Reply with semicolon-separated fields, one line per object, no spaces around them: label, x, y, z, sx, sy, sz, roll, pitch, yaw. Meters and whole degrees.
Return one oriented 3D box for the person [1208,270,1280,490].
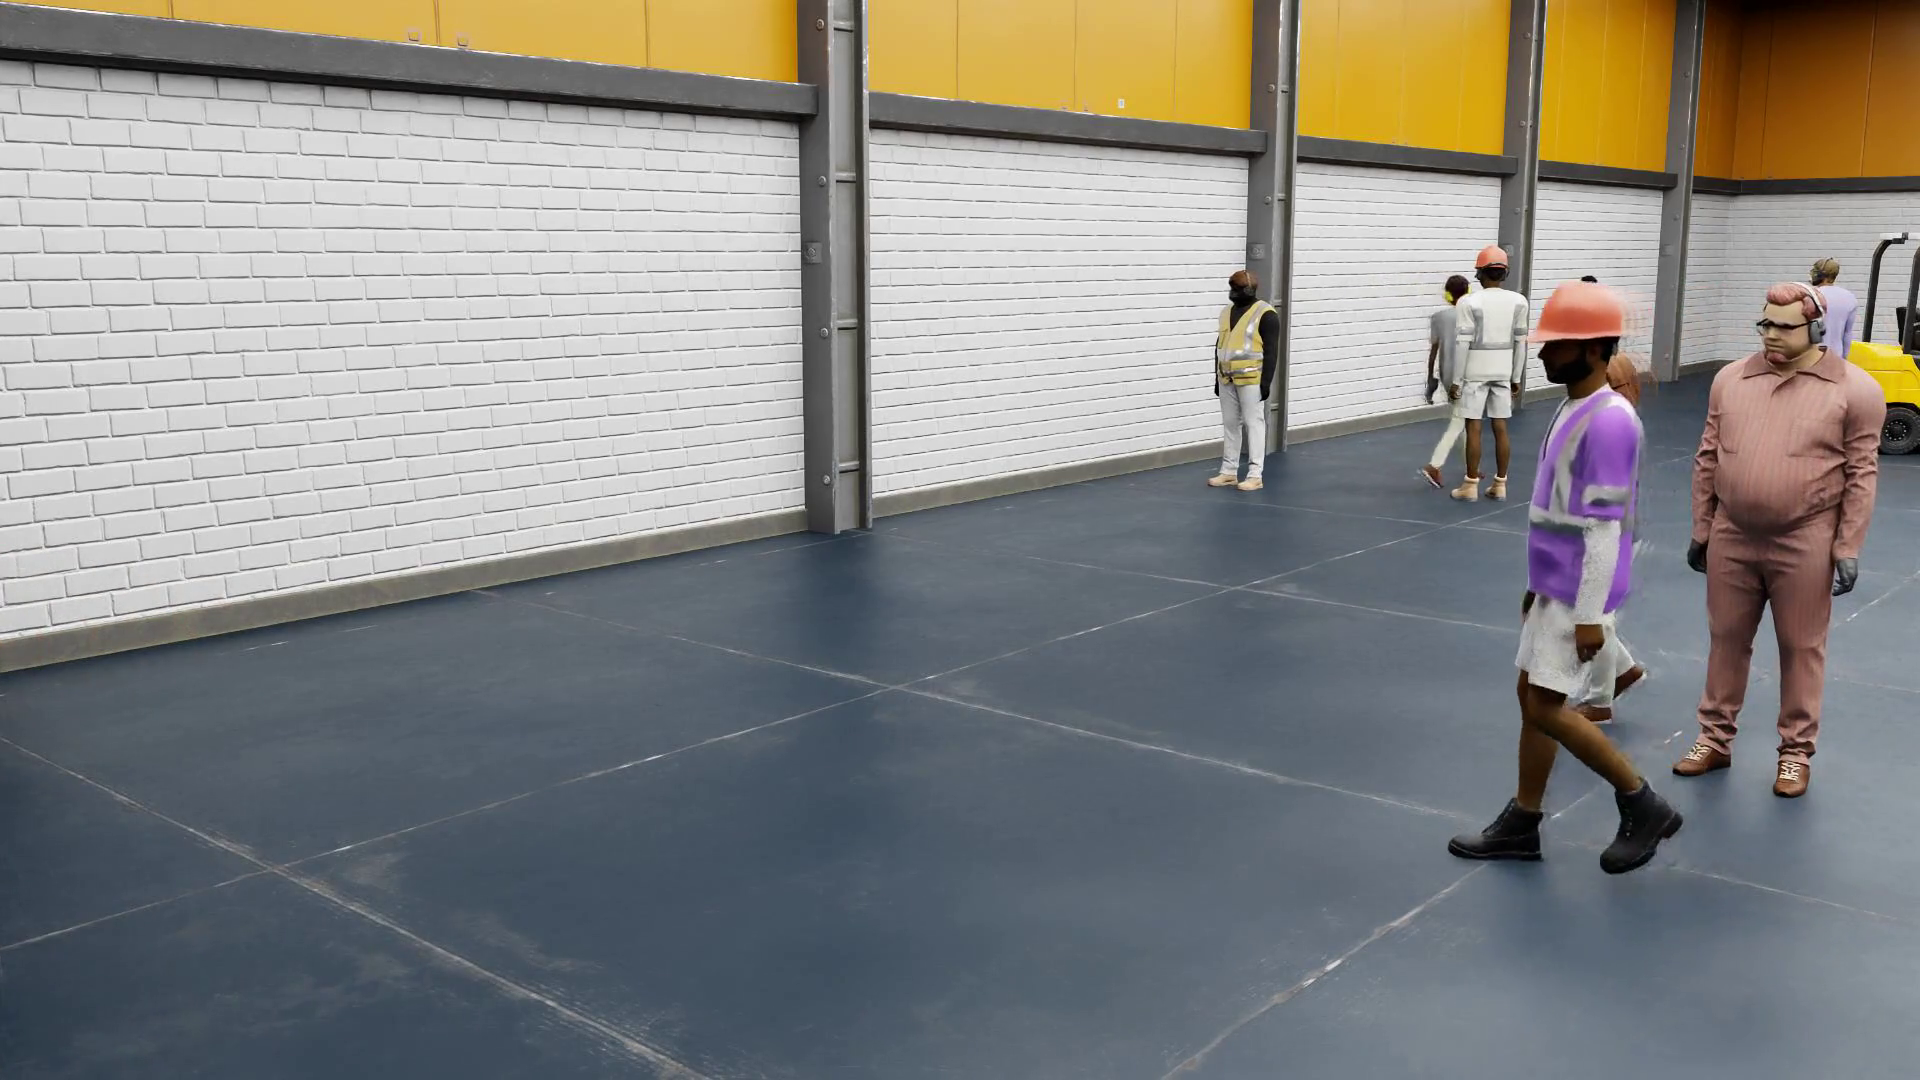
person;2.372;-1.342;14.018;0.429;1.840;0.636;-8;12;-37

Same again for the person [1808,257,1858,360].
person;8.066;-1.674;15.622;0.635;1.939;0.361;-3;10;-15

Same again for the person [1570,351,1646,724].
person;2.695;-0.001;7.005;0.369;1.611;0.529;1;10;3

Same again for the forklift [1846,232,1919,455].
forklift;9.955;-1.972;16.595;2.313;2.155;1.214;1;10;8

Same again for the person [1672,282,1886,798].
person;3.033;-0.001;6.212;0.406;1.902;0.636;-10;14;-44

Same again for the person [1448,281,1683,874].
person;1.963;0.139;5.337;0.628;1.923;0.564;2;10;10

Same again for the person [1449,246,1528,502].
person;4.209;-1.323;13.327;0.615;2.042;0.374;-2;10;-11

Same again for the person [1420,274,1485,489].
person;4.237;-1.354;14.177;0.976;1.811;0.576;-10;14;-43

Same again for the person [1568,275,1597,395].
person;7.725;-2.414;20.547;0.532;1.694;0.320;3;10;14
